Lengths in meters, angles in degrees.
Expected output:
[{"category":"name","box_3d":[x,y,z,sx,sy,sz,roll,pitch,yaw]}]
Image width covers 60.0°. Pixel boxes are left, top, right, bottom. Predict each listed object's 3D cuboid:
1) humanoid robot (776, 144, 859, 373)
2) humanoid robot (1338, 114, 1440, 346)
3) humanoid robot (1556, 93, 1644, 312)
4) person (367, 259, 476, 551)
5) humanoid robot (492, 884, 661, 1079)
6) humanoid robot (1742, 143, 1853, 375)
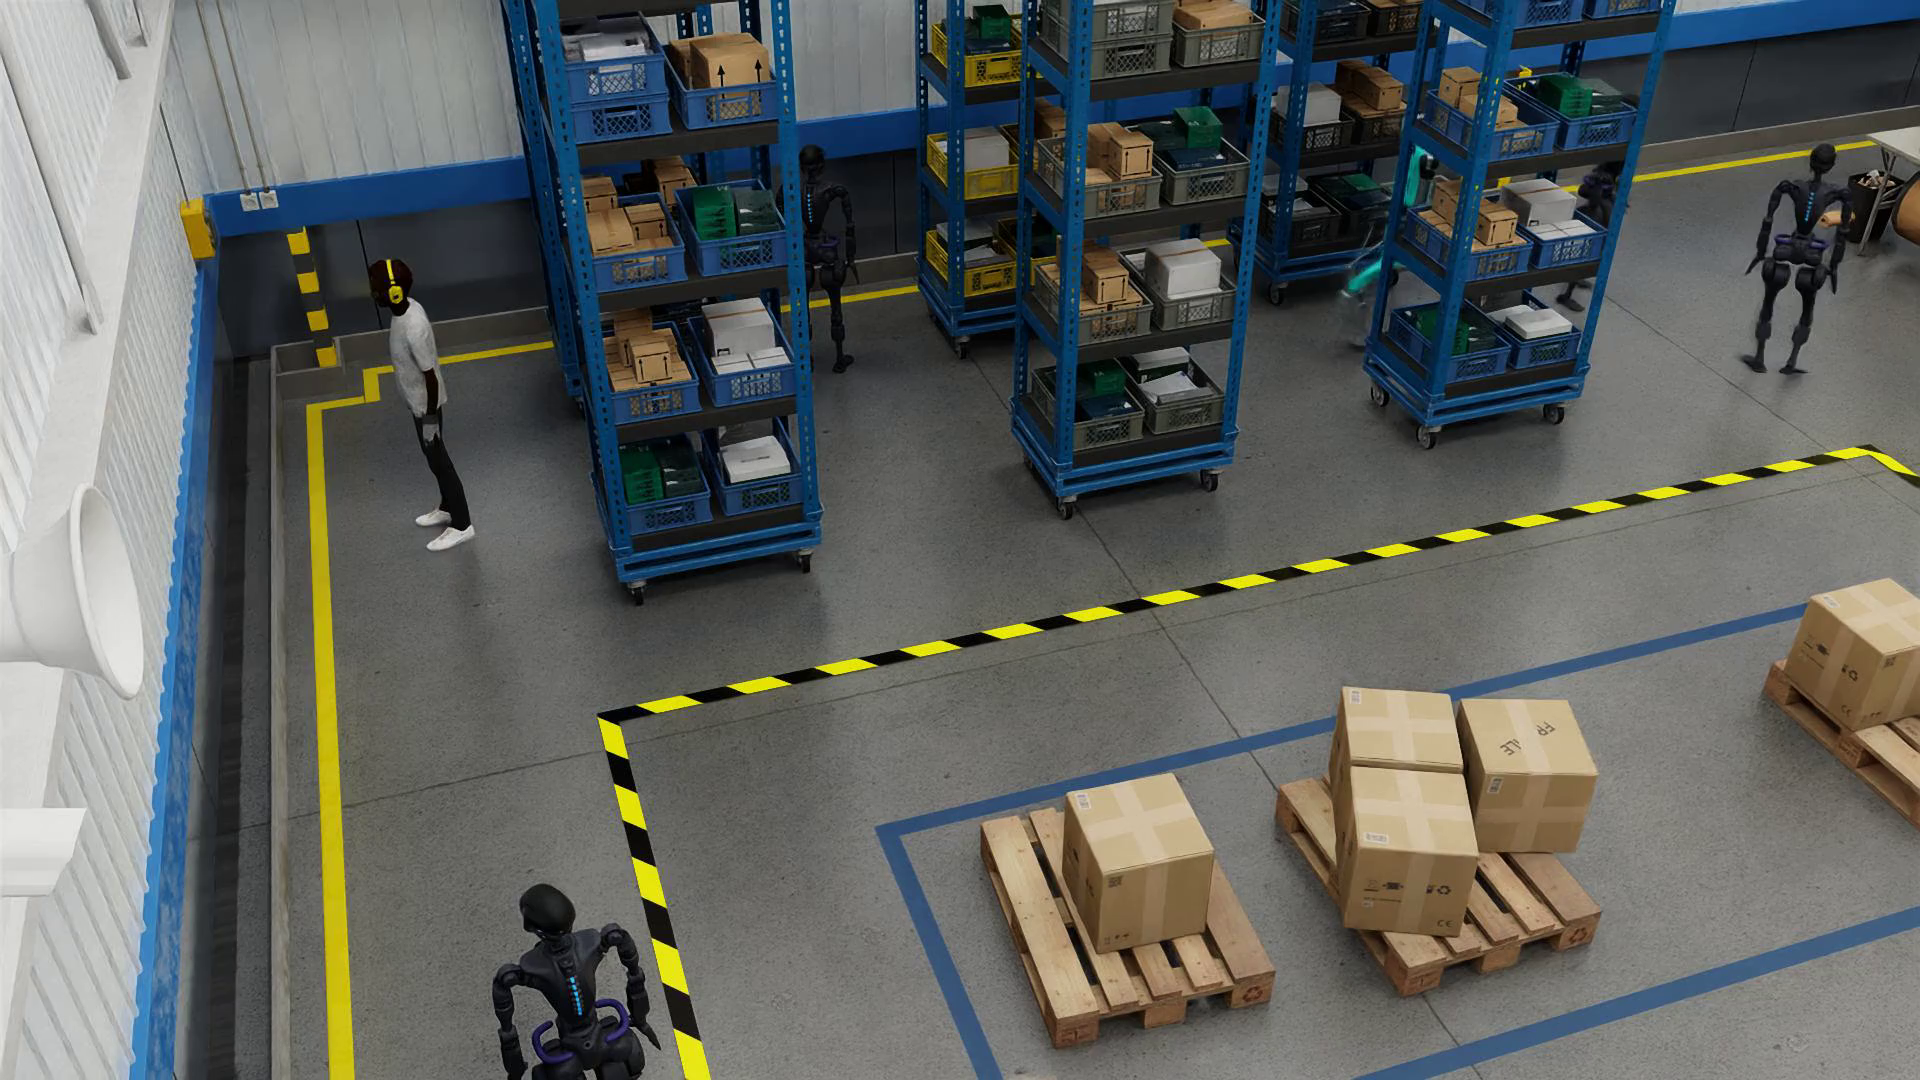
[{"category":"humanoid robot","box_3d":[-1.007,-1.957,11.594,0.599,1.657,0.315,3,35,5]},{"category":"humanoid robot","box_3d":[2.953,-2.091,11.834,0.734,1.890,0.543,1,35,1]},{"category":"humanoid robot","box_3d":[4.784,-2.570,12.474,0.391,1.638,0.594,25,42,30]},{"category":"person","box_3d":[-3.180,-0.794,9.792,0.313,1.869,0.532,-15,38,-21]},{"category":"humanoid robot","box_3d":[-1.402,1.890,6.140,0.599,1.658,0.315,-18,39,-23]},{"category":"humanoid robot","box_3d":[5.817,-1.928,11.570,0.597,1.645,0.415,19,39,25]}]
